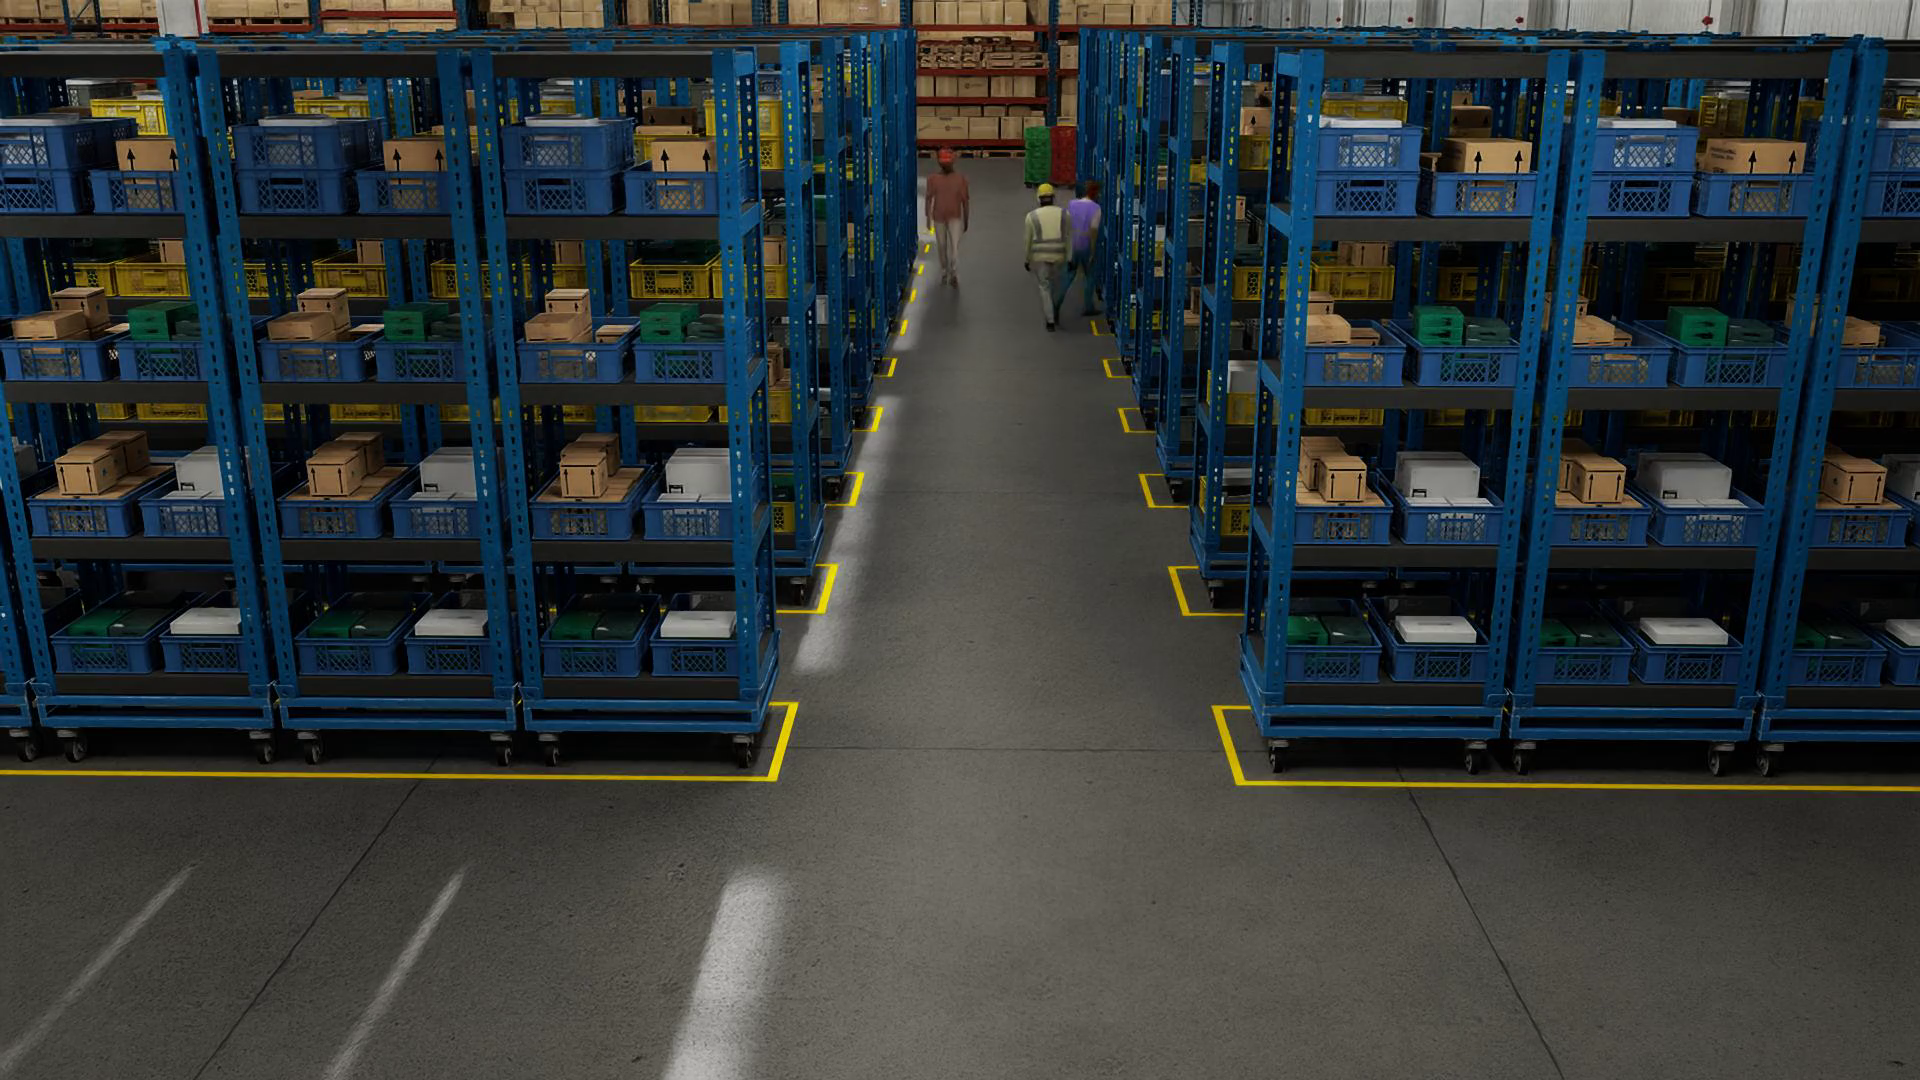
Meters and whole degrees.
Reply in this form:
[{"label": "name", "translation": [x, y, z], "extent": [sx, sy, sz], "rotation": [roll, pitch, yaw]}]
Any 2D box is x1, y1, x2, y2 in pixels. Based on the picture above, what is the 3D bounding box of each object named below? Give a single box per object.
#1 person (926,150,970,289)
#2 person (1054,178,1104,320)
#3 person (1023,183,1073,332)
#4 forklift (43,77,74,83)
[{"label": "person", "translation": [-0.181, -4.590, 23.839], "extent": [0.608, 1.917, 1.078], "rotation": [1, 17, 4]}, {"label": "person", "translation": [1.532, -3.717, 21.266], "extent": [0.643, 1.797, 0.859], "rotation": [16, 24, 42]}, {"label": "person", "translation": [1.077, -3.524, 20.682], "extent": [0.603, 1.771, 0.950], "rotation": [-3, 18, -9]}, {"label": "forklift", "translation": [-24.194, -11.649, 44.763], "extent": [1.129, 2.768, 1.873], "rotation": [-10, 20, -28]}]
